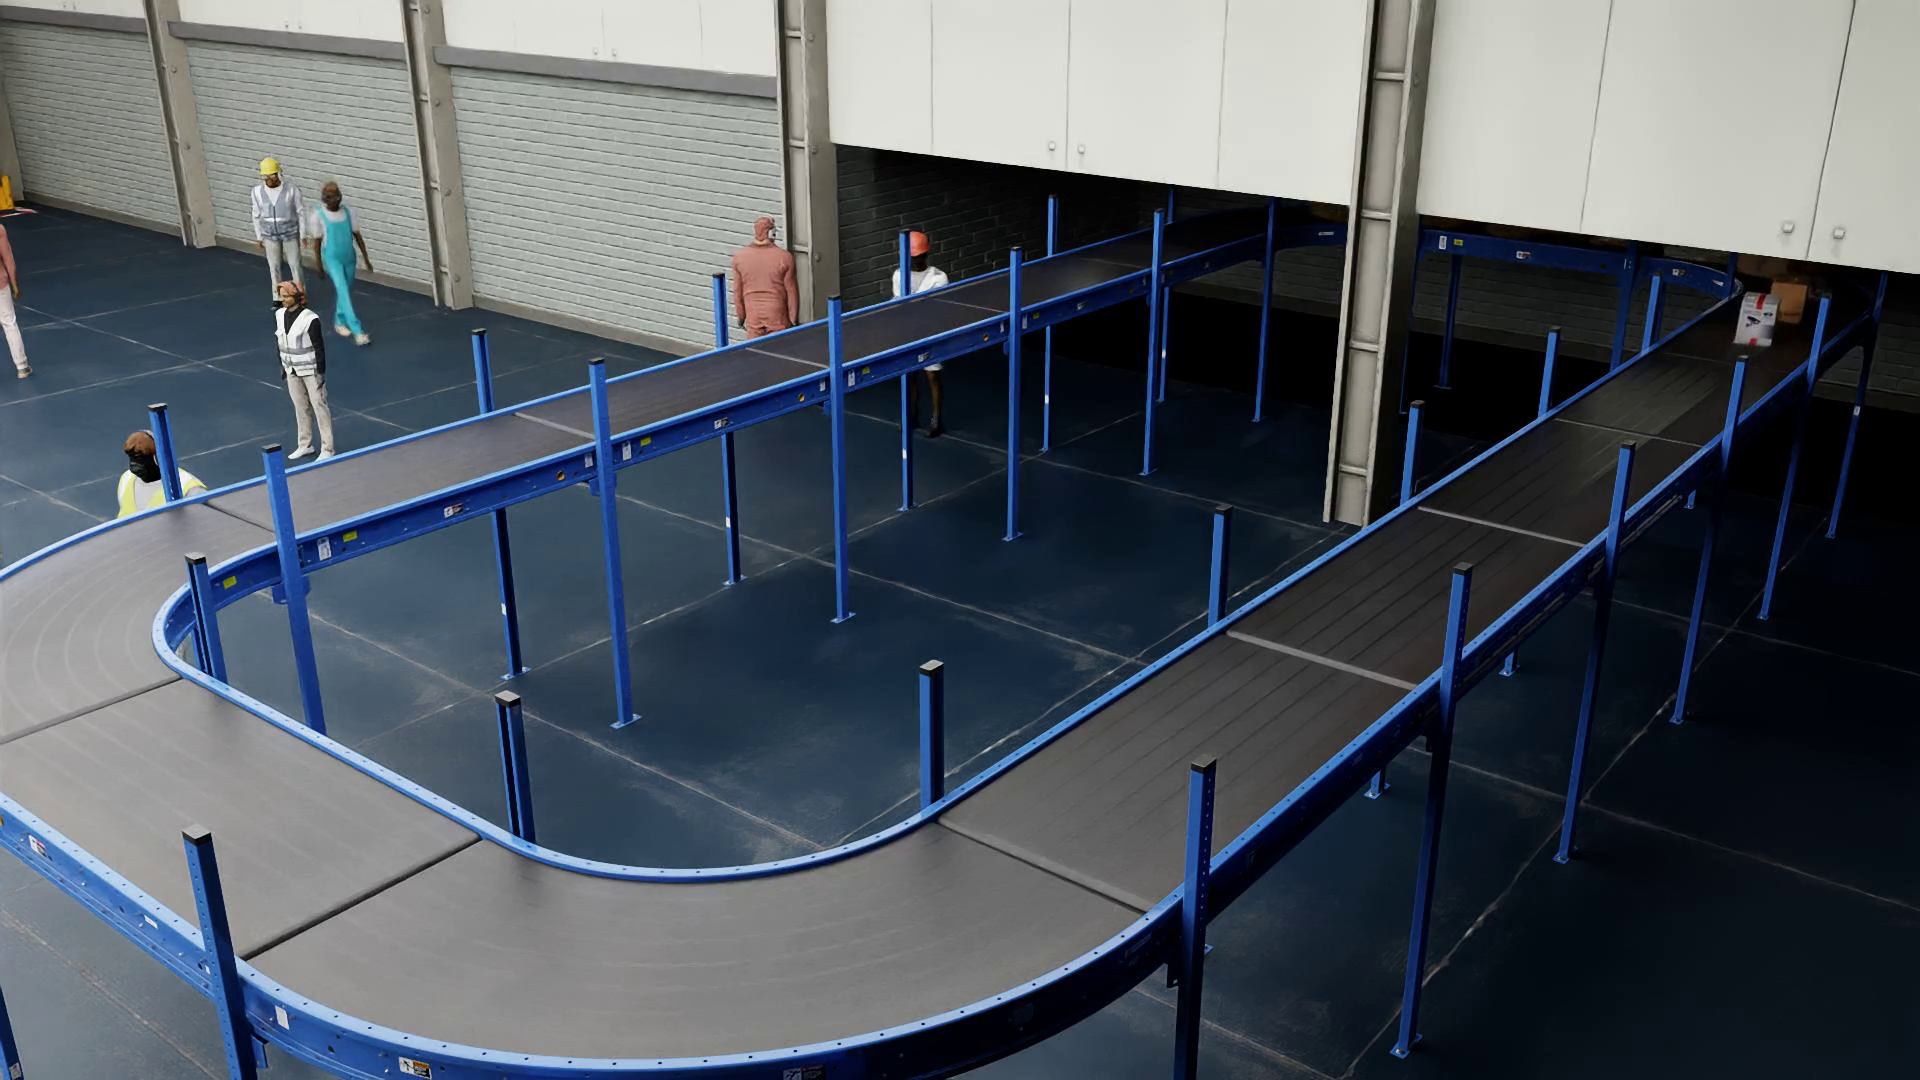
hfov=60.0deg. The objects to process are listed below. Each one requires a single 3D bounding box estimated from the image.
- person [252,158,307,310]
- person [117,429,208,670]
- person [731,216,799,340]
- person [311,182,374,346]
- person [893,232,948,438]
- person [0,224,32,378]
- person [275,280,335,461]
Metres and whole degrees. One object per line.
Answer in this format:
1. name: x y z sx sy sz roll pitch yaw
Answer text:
1. person: -8.186 -3.684 20.047 0.595 1.831 0.403 -3 22 -8
2. person: -4.818 0.212 10.139 0.621 1.845 0.429 7 22 16
3. person: -1.863 -2.189 16.163 0.644 1.899 0.399 4 22 11
4. person: -6.928 -3.107 18.634 0.966 1.797 0.530 19 28 40
5. person: -0.378 -1.892 15.376 0.548 1.928 0.394 9 23 21
6. person: -10.051 -2.631 17.167 0.608 1.985 0.395 -12 24 -27
7. person: -5.819 -1.494 14.741 0.513 1.641 0.309 10 23 23
